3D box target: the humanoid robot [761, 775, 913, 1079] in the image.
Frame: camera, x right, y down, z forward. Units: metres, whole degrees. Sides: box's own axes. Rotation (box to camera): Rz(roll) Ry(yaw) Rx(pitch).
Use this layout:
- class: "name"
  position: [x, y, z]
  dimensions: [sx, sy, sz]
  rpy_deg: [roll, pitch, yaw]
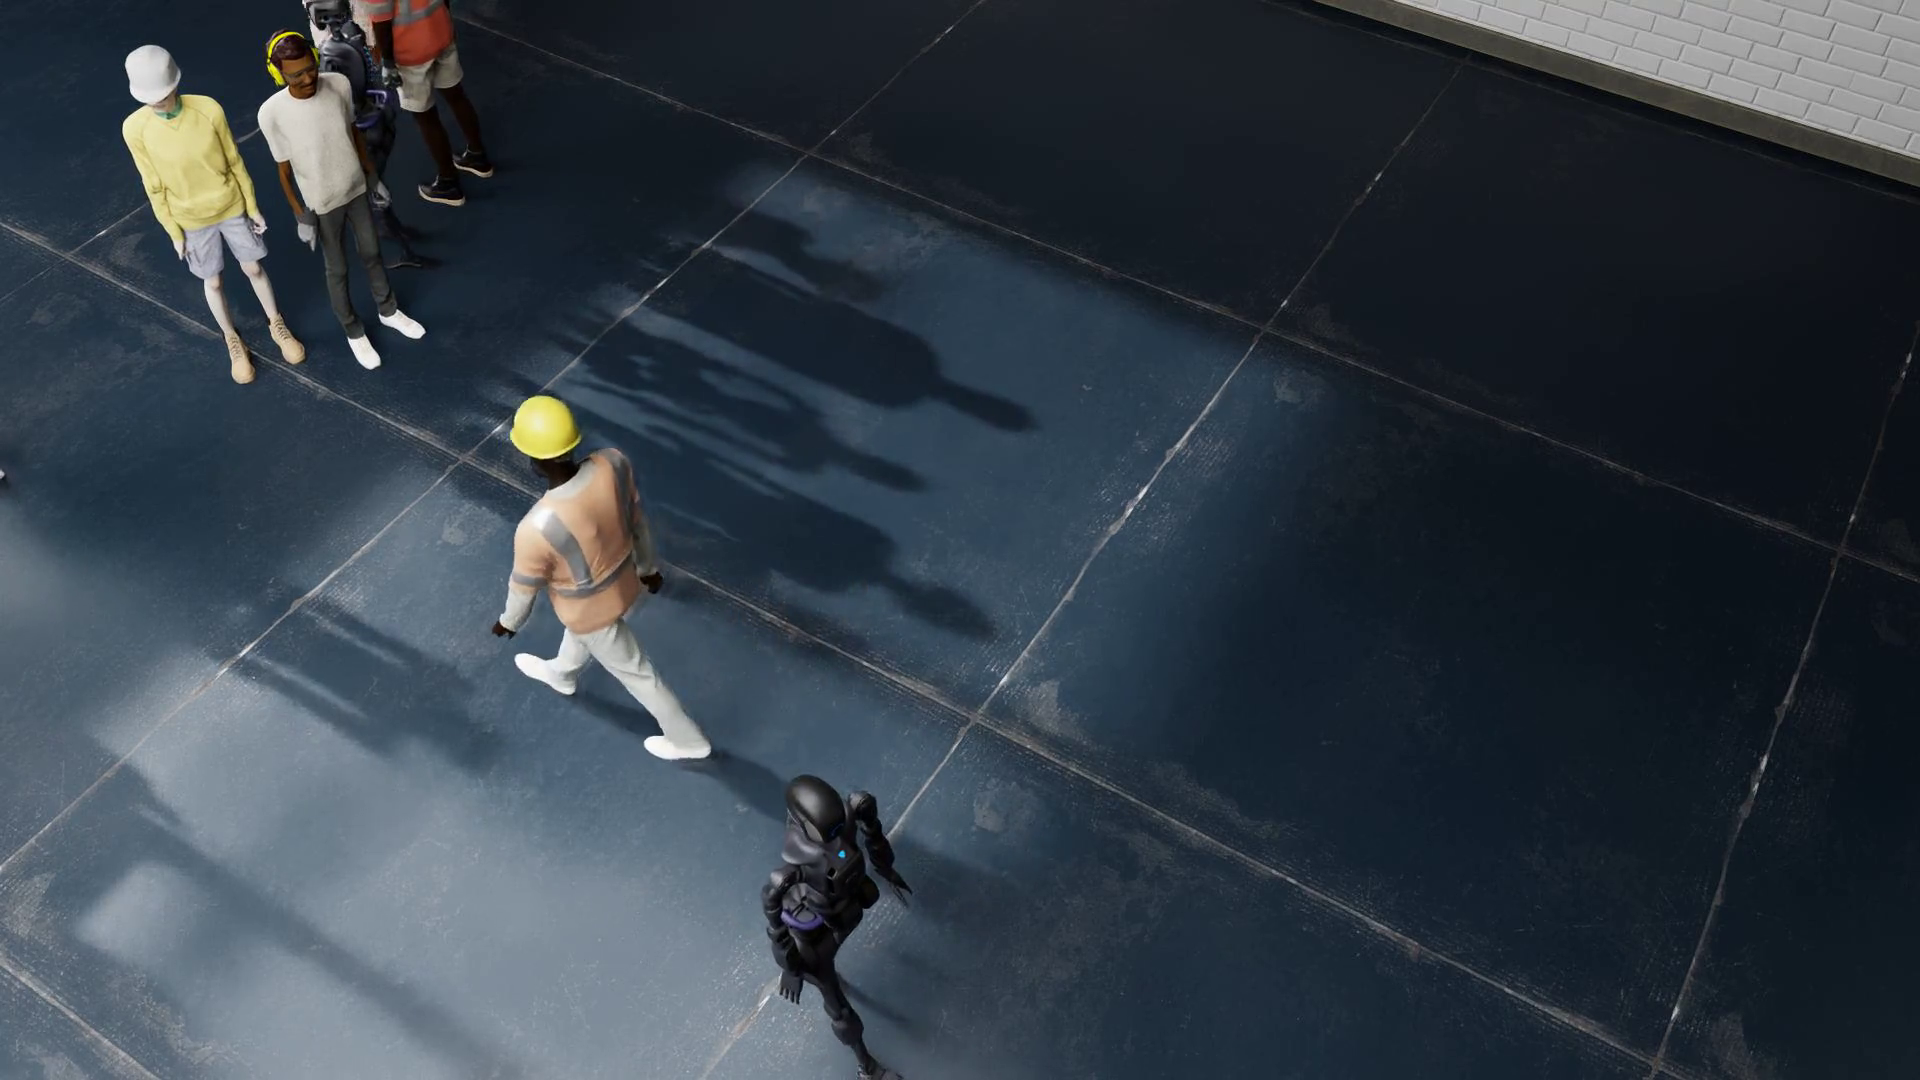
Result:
- class: "humanoid robot"
  position: [-0.393, 1.304, 5.763]
  dimensions: [0.733, 1.631, 0.599]
  rpy_deg: [31, 56, 25]

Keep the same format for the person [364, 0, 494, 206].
- class: "person"
  position: [-2.971, -2.747, 9.101]
  dimensions: [0.390, 1.957, 0.608]
  rpy_deg: [18, 51, 15]

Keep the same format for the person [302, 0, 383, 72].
- class: "person"
  position: [-3.743, -3.475, 9.737]
  dimensions: [0.635, 1.943, 1.000]
  rpy_deg: [-8, 49, -7]

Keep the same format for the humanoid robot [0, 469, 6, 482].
- class: "humanoid robot"
  position: [-4.845, -0.924, 7.647]
  dimensions: [1.005, 1.738, 0.538]
  rpy_deg: [32, 56, 25]

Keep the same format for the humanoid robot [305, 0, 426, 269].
- class: "humanoid robot"
  position: [-3.195, -2.125, 8.737]
  dimensions: [0.446, 1.654, 0.585]
  rpy_deg: [3, 49, 2]

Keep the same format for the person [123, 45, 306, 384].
- class: "person"
  position: [-3.667, -1.598, 8.141]
  dimensions: [0.471, 1.886, 0.406]
  rpy_deg: [-25, 53, -20]

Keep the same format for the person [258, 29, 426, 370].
- class: "person"
  position: [-3.064, -1.687, 8.228]
  dimensions: [0.328, 1.871, 0.509]
  rpy_deg: [33, 56, 25]

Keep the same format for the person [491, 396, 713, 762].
- class: "person"
  position: [-1.485, 0.180, 6.600]
  dimensions: [1.028, 1.863, 0.599]
  rpy_deg: [17, 51, 14]
